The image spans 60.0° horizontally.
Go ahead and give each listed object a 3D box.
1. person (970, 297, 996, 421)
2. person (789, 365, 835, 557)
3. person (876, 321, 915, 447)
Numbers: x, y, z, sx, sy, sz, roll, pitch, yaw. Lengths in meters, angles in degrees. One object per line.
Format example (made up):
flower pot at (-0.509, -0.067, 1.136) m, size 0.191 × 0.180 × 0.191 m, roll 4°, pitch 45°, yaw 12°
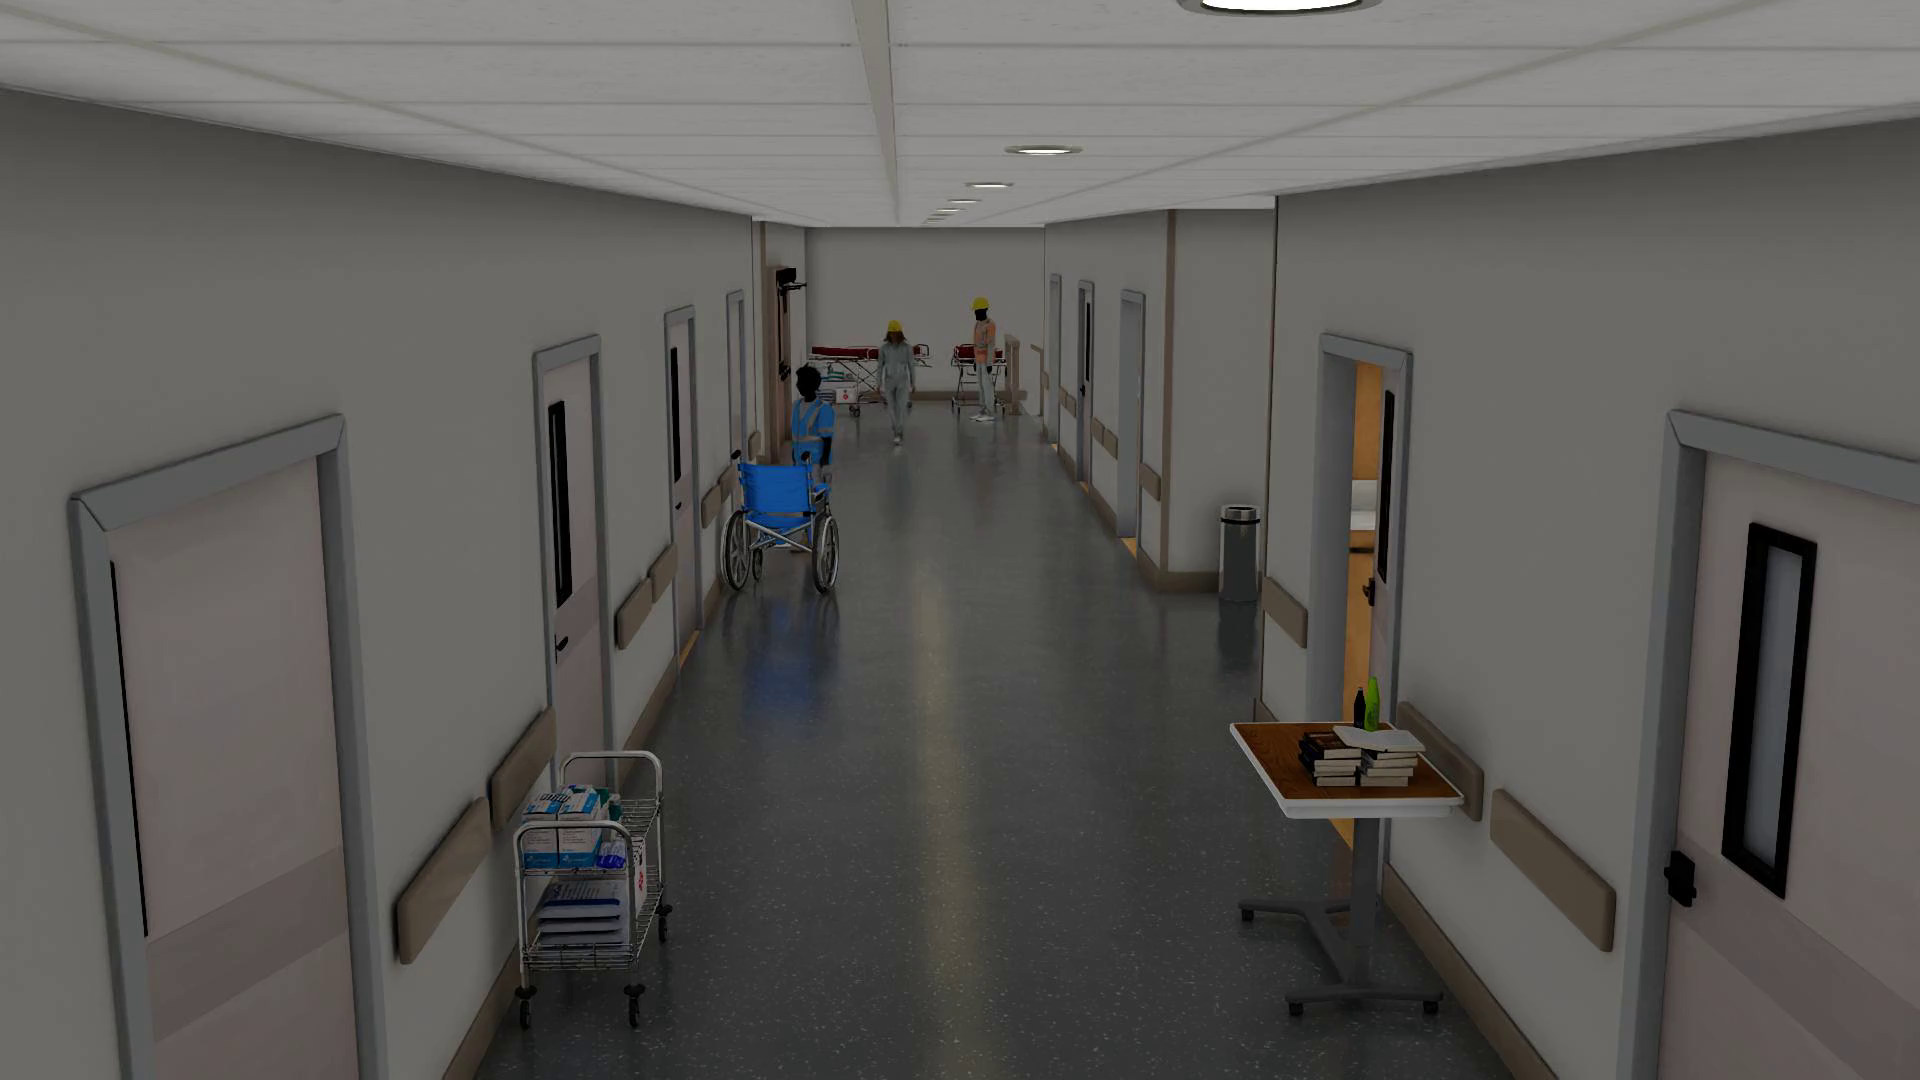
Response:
person at (0.351, -2.798, 25.797) m, size 0.393 × 1.918 × 0.585 m, roll -4°, pitch 11°, yaw -22°
person at (-1.314, -0.701, 14.731) m, size 0.318 × 1.695 × 0.538 m, roll -9°, pitch 14°, yaw -42°
person at (-0.877, -2.136, 22.692) m, size 0.503 × 1.698 × 0.888 m, roll 1°, pitch 10°, yaw 8°
